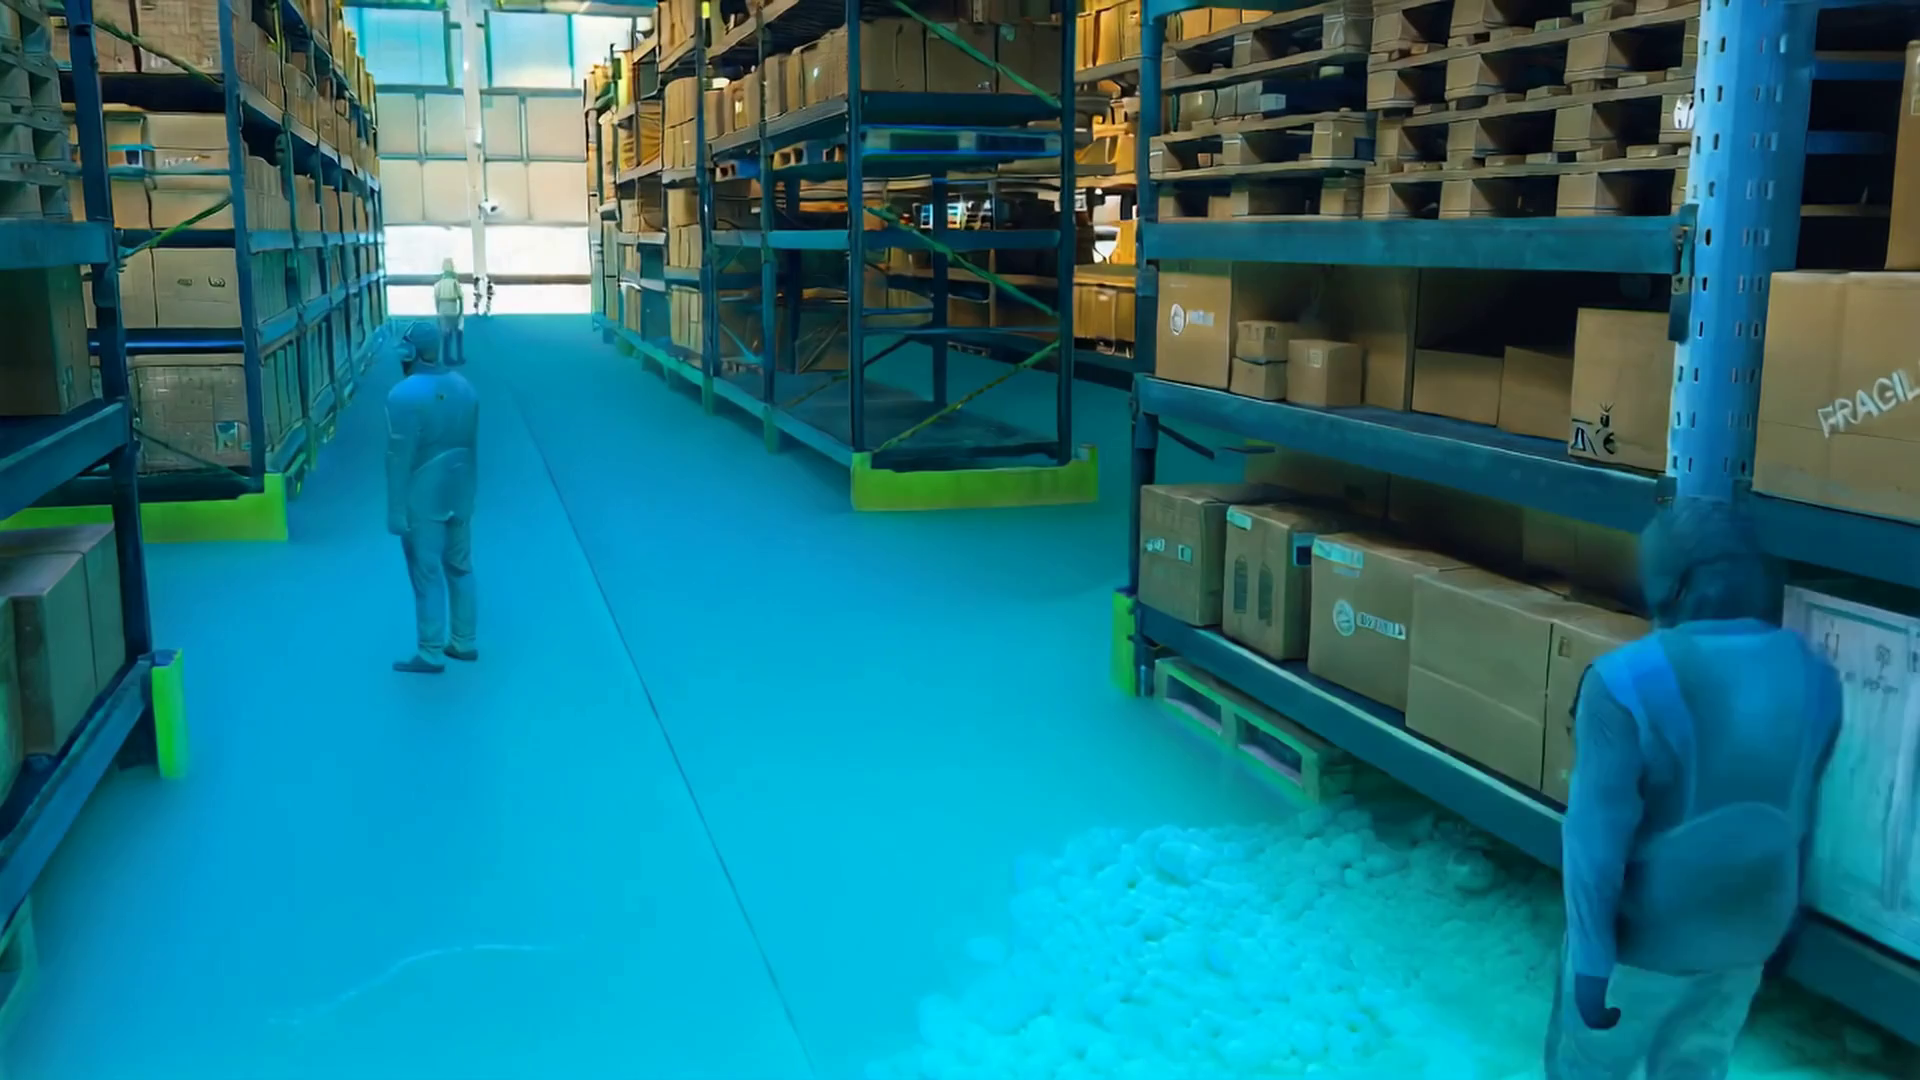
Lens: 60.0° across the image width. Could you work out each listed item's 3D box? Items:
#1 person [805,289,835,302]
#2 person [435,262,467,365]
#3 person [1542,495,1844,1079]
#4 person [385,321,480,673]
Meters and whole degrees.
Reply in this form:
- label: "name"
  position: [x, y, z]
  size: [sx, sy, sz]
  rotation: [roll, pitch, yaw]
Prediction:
- label: "person"
  position: [-2.726, -4.427, 32.351]
  size: [0.595, 1.794, 0.919]
  rotation: [-4, 11, -19]
- label: "person"
  position: [-9.413, -4.192, 30.785]
  size: [0.581, 1.882, 0.808]
  rotation: [1, 10, 7]
- label: "person"
  position: [1.522, 0.816, 3.484]
  size: [0.632, 1.827, 0.517]
  rotation: [-3, 11, -15]
- label: "person"
  position: [-2.885, -0.233, 9.054]
  size: [0.398, 1.899, 0.647]
  rotation: [4, 11, 21]
